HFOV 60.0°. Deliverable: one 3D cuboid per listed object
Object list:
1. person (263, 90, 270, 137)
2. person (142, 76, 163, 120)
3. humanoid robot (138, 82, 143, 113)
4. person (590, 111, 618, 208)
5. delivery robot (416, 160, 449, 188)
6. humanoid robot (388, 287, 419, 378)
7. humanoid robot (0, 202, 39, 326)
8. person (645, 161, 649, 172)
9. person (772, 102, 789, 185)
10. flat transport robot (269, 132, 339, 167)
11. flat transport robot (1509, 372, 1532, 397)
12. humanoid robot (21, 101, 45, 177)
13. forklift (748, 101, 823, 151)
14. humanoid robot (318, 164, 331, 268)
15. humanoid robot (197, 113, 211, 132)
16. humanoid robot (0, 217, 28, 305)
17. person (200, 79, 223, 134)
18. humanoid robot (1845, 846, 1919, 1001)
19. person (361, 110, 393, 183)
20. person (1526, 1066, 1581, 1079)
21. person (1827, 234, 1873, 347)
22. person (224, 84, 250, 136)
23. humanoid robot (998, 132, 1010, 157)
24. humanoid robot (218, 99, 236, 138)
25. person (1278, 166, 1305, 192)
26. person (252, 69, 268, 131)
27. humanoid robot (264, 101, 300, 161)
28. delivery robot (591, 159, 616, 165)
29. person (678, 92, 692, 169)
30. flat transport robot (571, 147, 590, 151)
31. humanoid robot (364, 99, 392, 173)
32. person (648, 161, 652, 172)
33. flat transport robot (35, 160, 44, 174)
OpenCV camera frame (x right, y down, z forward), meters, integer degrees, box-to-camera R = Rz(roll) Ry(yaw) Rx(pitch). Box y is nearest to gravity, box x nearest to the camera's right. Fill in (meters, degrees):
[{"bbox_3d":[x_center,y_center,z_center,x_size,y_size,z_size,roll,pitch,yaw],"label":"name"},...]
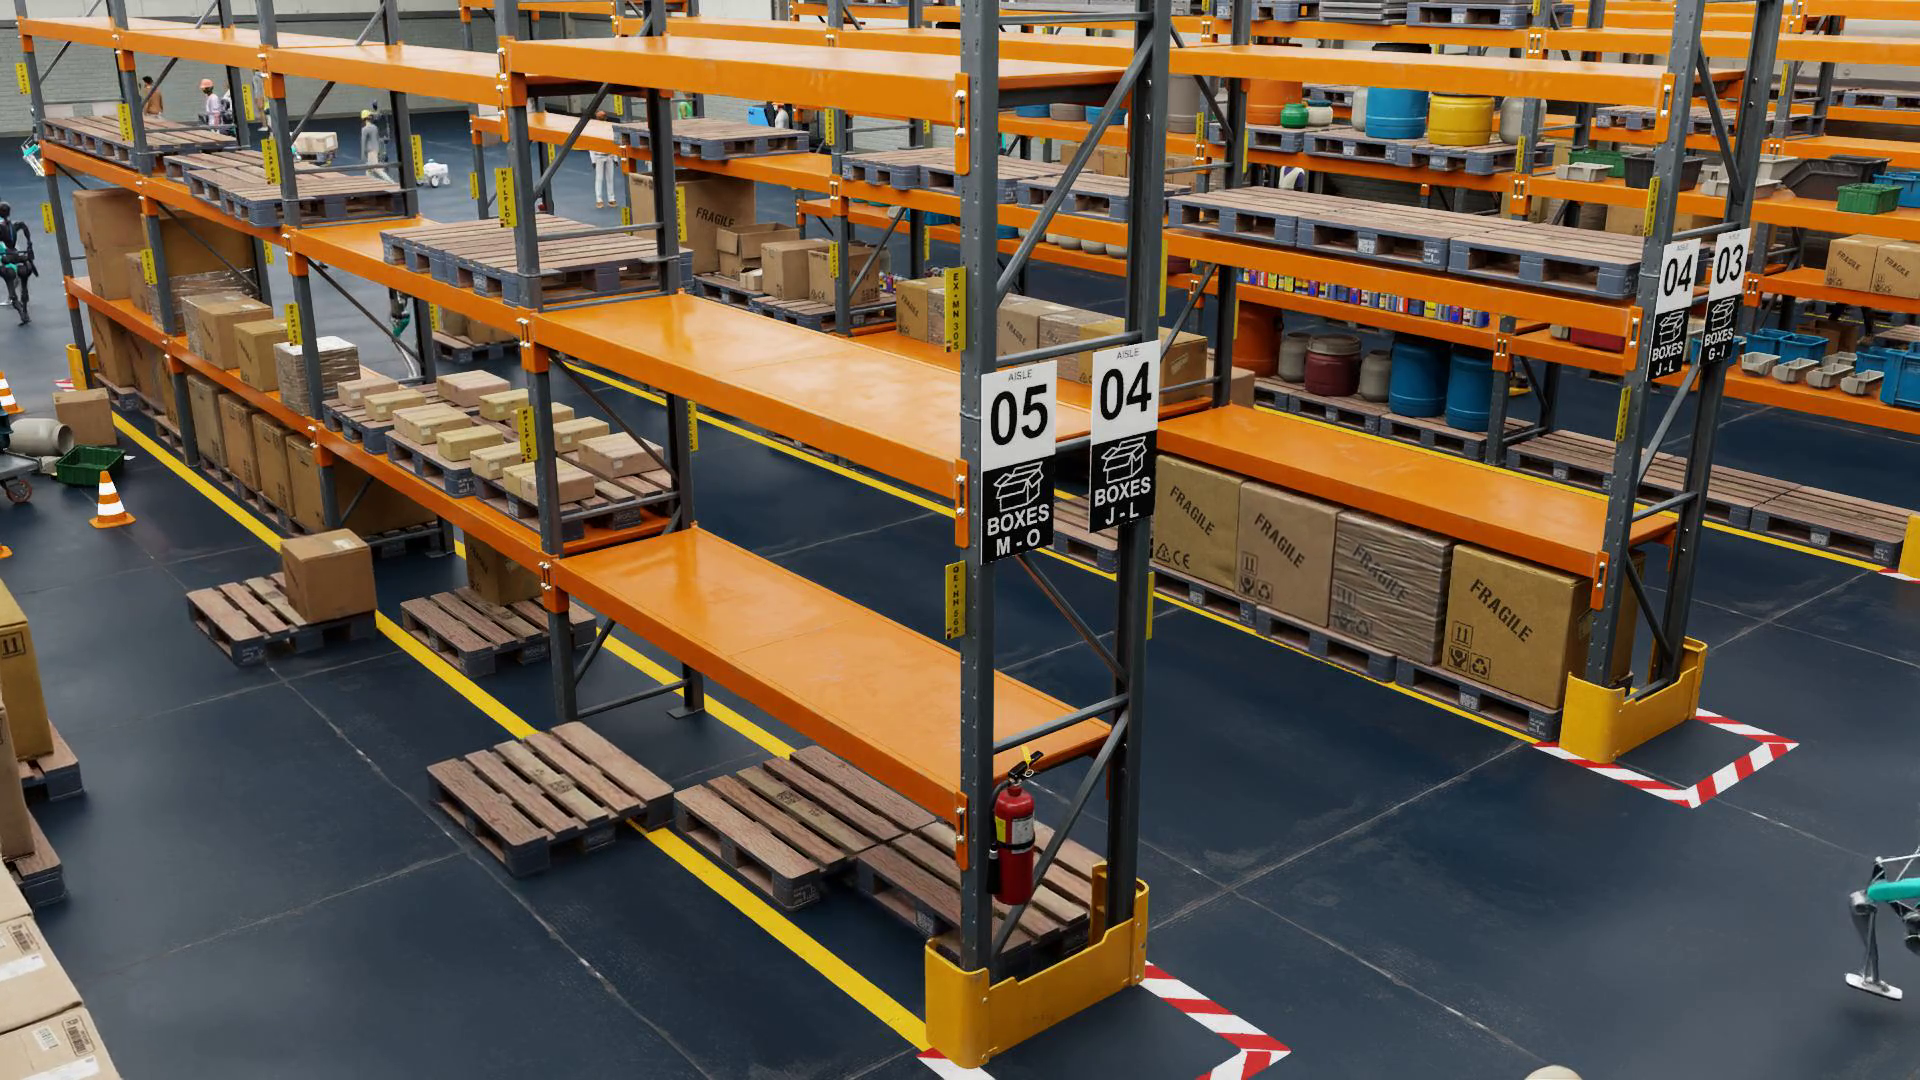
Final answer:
[{"bbox_3d":[-18.537,-11.581,44.738,0.316,1.695,0.540,-12,23,-30],"label":"person"},{"bbox_3d":[-21.072,-11.136,43.281,0.815,1.821,0.809,7,21,20],"label":"person"},{"bbox_3d":[-22.453,-11.637,44.913,0.546,1.775,1.039,3,20,9],"label":"humanoid robot"},{"bbox_3d":[-7.063,-7.552,32.995,0.580,1.880,0.338,-16,25,-38],"label":"person"},{"bbox_3d":[-11.484,-7.950,36.155,0.499,0.611,0.814,7,21,20],"label":"delivery robot"},{"bbox_3d":[-6.425,-2.635,19.374,0.538,1.887,0.720,-15,24,-36],"label":"humanoid robot"},{"bbox_3d":[-12.852,-3.746,22.572,0.792,1.647,0.590,18,26,41],"label":"humanoid robot"},{"bbox_3d":[-6.038,-7.544,33.184,0.475,1.741,0.320,4,20,11],"label":"person"},{"bbox_3d":[-3.892,-8.701,36.269,0.383,1.888,0.576,2,19,5],"label":"person"},{"bbox_3d":[-15.366,-8.833,39.076,0.659,0.231,1.431,0,19,0],"label":"flat transport robot"},{"bbox_3d":[5.840,-1.887,19.306,0.659,0.231,1.431,-14,24,-34],"label":"flat transport robot"},{"bbox_3d":[-20.581,-8.931,36.936,0.735,1.677,0.533,1,19,3],"label":"humanoid robot"},{"bbox_3d":[-4.526,-11.368,42.374,1.129,2.768,1.873,-15,24,-37],"label":"forklift"},{"bbox_3d":[-10.128,-5.189,26.676,0.584,1.638,0.786,2,19,6],"label":"humanoid robot"},{"bbox_3d":[-15.934,-8.193,35.155,0.626,1.638,0.603,-1,19,-3],"label":"humanoid robot"},{"bbox_3d":[-13.499,-4.120,23.577,0.658,1.880,0.555,0,19,1],"label":"humanoid robot"},{"bbox_3d":[-17.670,-9.876,39.376,0.383,2.038,0.606,-13,23,-33],"label":"person"},{"bbox_3d":[4.520,1.433,7.661,1.027,1.728,0.546,7,21,20],"label":"humanoid robot"},{"bbox_3d":[-12.344,-8.172,35.023,0.913,1.717,0.539,3,20,9],"label":"person"},{"bbox_3d":[1.665,2.349,4.945,0.395,1.799,0.585,-14,24,-35],"label":"person"},{"bbox_3d":[11.402,-3.325,21.293,0.545,1.657,0.846,-17,26,-40],"label":"person"},{"bbox_3d":[-17.805,-10.388,41.039,0.524,1.899,0.548,4,20,10],"label":"person"},{"bbox_3d":[0.990,-7.452,32.930,0.729,1.784,0.532,-2,19,-5],"label":"humanoid robot"},{"bbox_3d":[-16.747,-9.308,38.304,0.420,1.654,0.615,7,21,20],"label":"humanoid robot"},{"bbox_3d":[5.365,-5.455,27.081,0.390,1.847,0.562,-9,21,-23],"label":"person"},{"bbox_3d":[-19.998,-12.683,47.608,0.382,1.876,0.510,5,20,15],"label":"person"},{"bbox_3d":[-15.045,-8.949,37.103,0.714,1.741,0.531,11,22,30],"label":"humanoid robot"},{"bbox_3d":[-8.514,-9.263,39.883,0.499,0.606,0.807,-12,23,-31],"label":"delivery robot"},{"bbox_3d":[-6.286,-9.428,38.194,0.385,1.977,0.489,2,20,7],"label":"person"},{"bbox_3d":[-9.386,-10.250,43.108,0.659,0.231,1.431,11,22,28],"label":"flat transport robot"},{"bbox_3d":[-13.369,-9.265,38.173,0.593,1.646,0.352,-5,20,-14],"label":"humanoid robot"},{"bbox_3d":[-5.101,-6.017,28.525,0.382,1.957,0.601,7,21,19],"label":"person"},{"bbox_3d":[-21.052,-8.653,38.561,0.659,0.231,1.431,-10,21,-25],"label":"flat transport robot"}]
